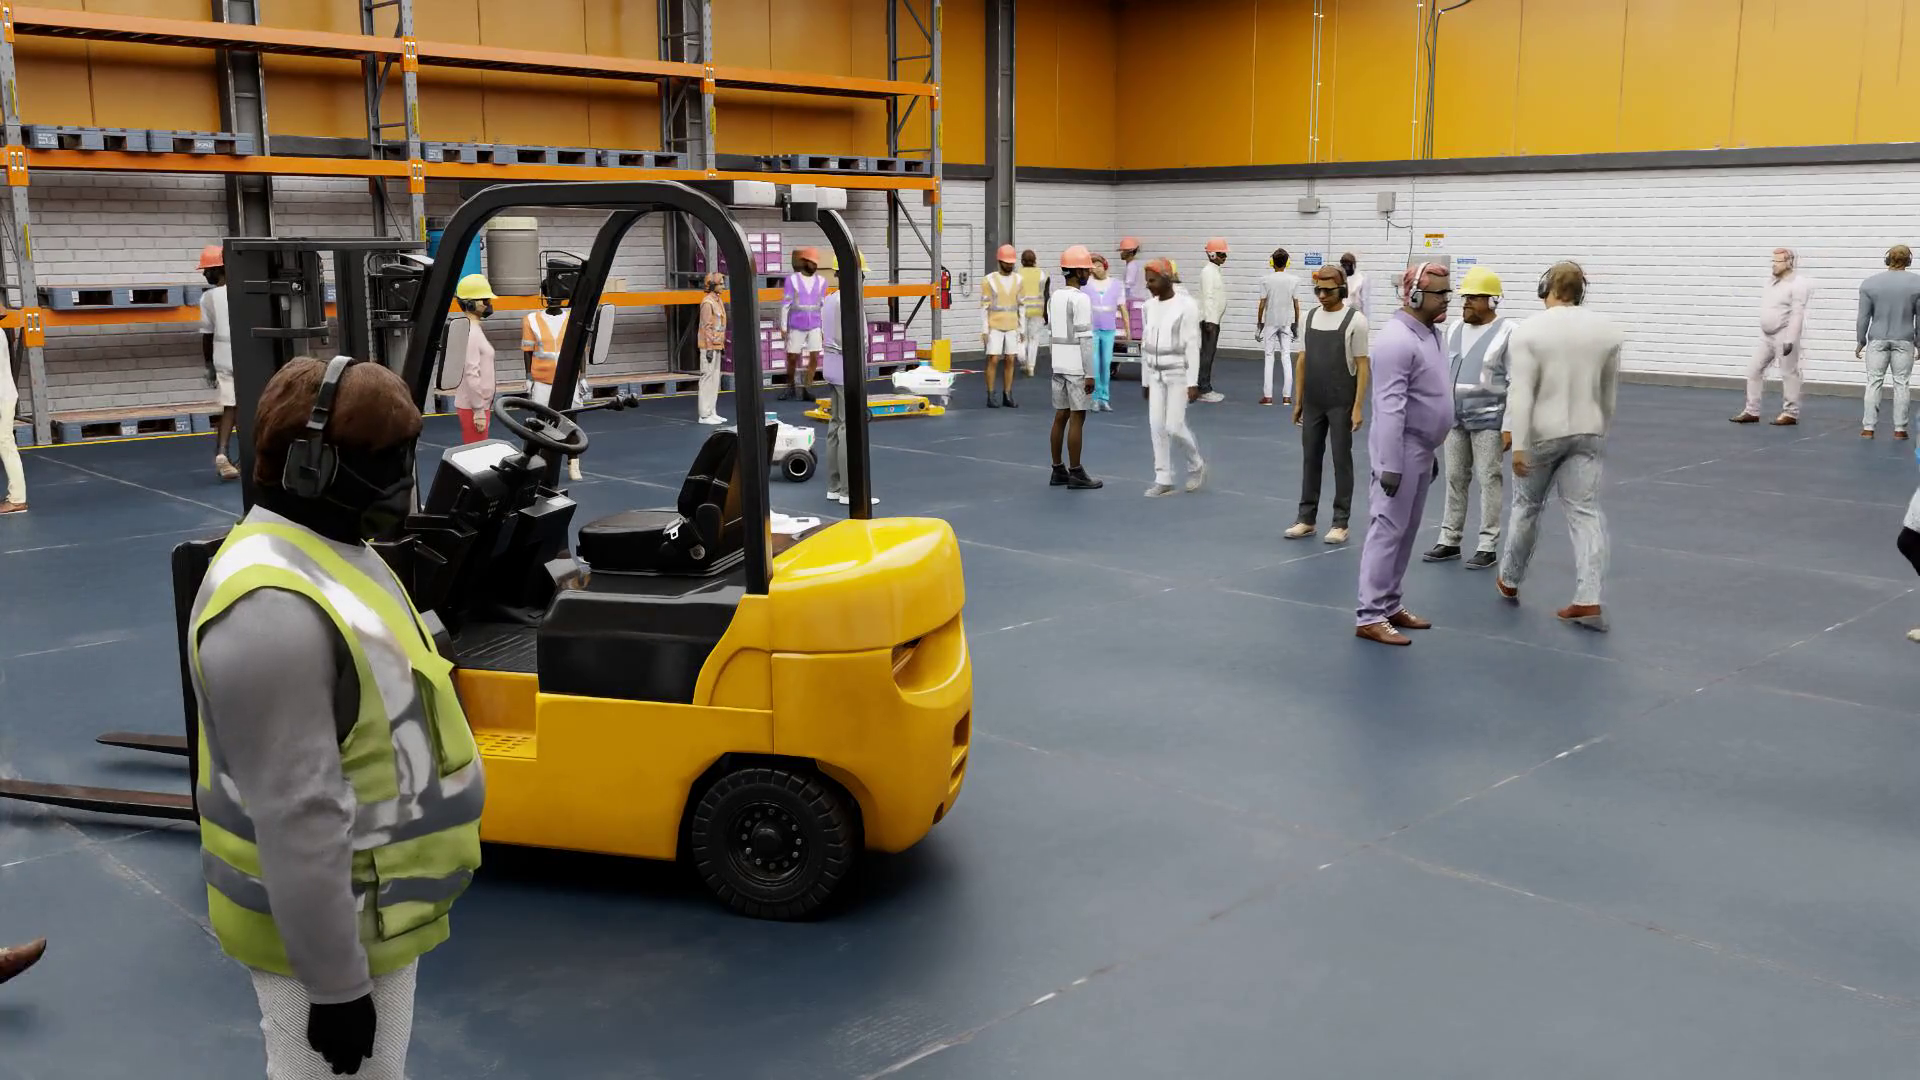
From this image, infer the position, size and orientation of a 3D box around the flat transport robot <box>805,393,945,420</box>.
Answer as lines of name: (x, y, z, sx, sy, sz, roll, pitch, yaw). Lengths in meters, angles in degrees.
flat transport robot: (-0.936, -1.475, 18.418, 1.431, 0.197, 0.652, -7, 13, -34)

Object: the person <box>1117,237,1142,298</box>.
person: (2.532, -3.424, 24.330, 1.008, 2.009, 0.608, 0, 10, 2)

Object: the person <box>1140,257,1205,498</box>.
person: (1.668, -1.255, 12.897, 0.520, 1.860, 0.617, -9, 14, -40)

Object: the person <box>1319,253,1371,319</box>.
person: (5.199, -2.969, 22.446, 0.628, 1.797, 0.983, 8, 13, 36)

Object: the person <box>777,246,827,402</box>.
person: (-1.919, -2.616, 20.232, 0.587, 1.897, 0.690, -4, 11, -23)

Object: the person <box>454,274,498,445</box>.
person: (-3.184, -0.865, 11.015, 0.312, 1.768, 0.522, -3, 11, -15)

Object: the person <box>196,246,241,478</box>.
person: (-6.144, -1.488, 13.944, 0.375, 1.933, 0.550, -3, 11, -16)

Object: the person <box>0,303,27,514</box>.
person: (-7.038, -1.001, 12.144, 0.281, 1.624, 0.493, -7, 13, -34)

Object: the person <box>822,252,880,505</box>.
person: (-0.844, -1.224, 12.527, 0.367, 1.928, 0.584, -5, 11, -23)

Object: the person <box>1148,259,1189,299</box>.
person: (2.433, -2.413, 19.510, 0.485, 1.745, 0.296, 0, 10, -2)

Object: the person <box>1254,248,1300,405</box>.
person: (3.793, -2.545, 19.892, 0.538, 1.869, 0.313, -1, 10, -3)

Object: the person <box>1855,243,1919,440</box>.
person: (9.215, -1.953, 16.475, 0.628, 1.940, 0.378, 6, 12, 30)

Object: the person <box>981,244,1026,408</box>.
person: (0.533, -2.490, 19.470, 0.556, 1.915, 0.447, -4, 11, -23)

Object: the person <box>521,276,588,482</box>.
person: (-3.309, -1.309, 13.619, 0.532, 1.698, 0.319, -3, 11, -17)

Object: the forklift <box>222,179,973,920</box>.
forklift: (-1.114, -0.058, 5.440, 2.313, 2.155, 1.214, 2, 11, 13)

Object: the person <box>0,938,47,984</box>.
person: (-2.804, 0.394, 3.927, 1.040, 1.842, 0.653, -6, 12, -31)

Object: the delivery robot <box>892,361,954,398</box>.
delivery robot: (-0.423, -1.851, 19.439, 0.707, 0.478, 0.477, 1, 10, 6)

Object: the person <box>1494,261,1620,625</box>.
person: (3.164, -0.525, 8.819, 0.653, 1.877, 1.019, -1, 10, -7)

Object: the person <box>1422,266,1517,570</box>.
person: (3.132, -0.739, 10.138, 0.404, 1.835, 0.587, -7, 13, -35)

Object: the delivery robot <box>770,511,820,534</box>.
delivery robot: (-1.143, 0.001, 9.335, 0.707, 0.478, 0.477, -2, 10, -9)

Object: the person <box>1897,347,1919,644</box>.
person: (4.811, -0.289, 8.114, 0.363, 1.676, 0.559, 8, 13, 37)

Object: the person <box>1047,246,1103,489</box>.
person: (0.916, -1.374, 13.320, 0.356, 1.938, 0.545, -6, 12, -29)

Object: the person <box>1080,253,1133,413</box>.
person: (1.629, -2.350, 18.962, 0.722, 1.810, 0.575, -1, 10, -7)

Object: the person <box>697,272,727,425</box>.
person: (-2.659, -2.051, 17.868, 0.322, 1.630, 0.515, 1, 10, 3)

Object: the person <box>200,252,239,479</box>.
person: (-5.930, -1.454, 13.729, 0.612, 1.949, 0.732, 0, 10, 1)

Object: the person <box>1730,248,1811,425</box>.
person: (8.620, -2.145, 17.661, 0.797, 1.876, 0.670, -2, 11, -12)

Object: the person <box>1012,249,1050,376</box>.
person: (0.984, -3.254, 23.871, 0.634, 1.826, 0.537, -1, 10, -5)

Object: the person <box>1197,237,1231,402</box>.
person: (3.098, -2.693, 20.353, 0.395, 1.993, 0.614, 3, 11, 17)

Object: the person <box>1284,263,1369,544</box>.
person: (2.431, -0.895, 10.973, 0.506, 1.840, 0.351, 9, 14, 41)

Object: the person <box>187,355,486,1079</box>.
person: (-0.989, 0.620, 2.727, 0.429, 1.837, 0.621, -3, 11, -15)

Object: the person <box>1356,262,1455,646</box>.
person: (2.243, -0.427, 8.300, 0.414, 1.894, 0.659, 6, 12, 30)

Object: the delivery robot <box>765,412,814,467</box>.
delivery robot: (-1.569, -0.817, 13.798, 0.707, 0.478, 0.477, 0, 10, -3)
